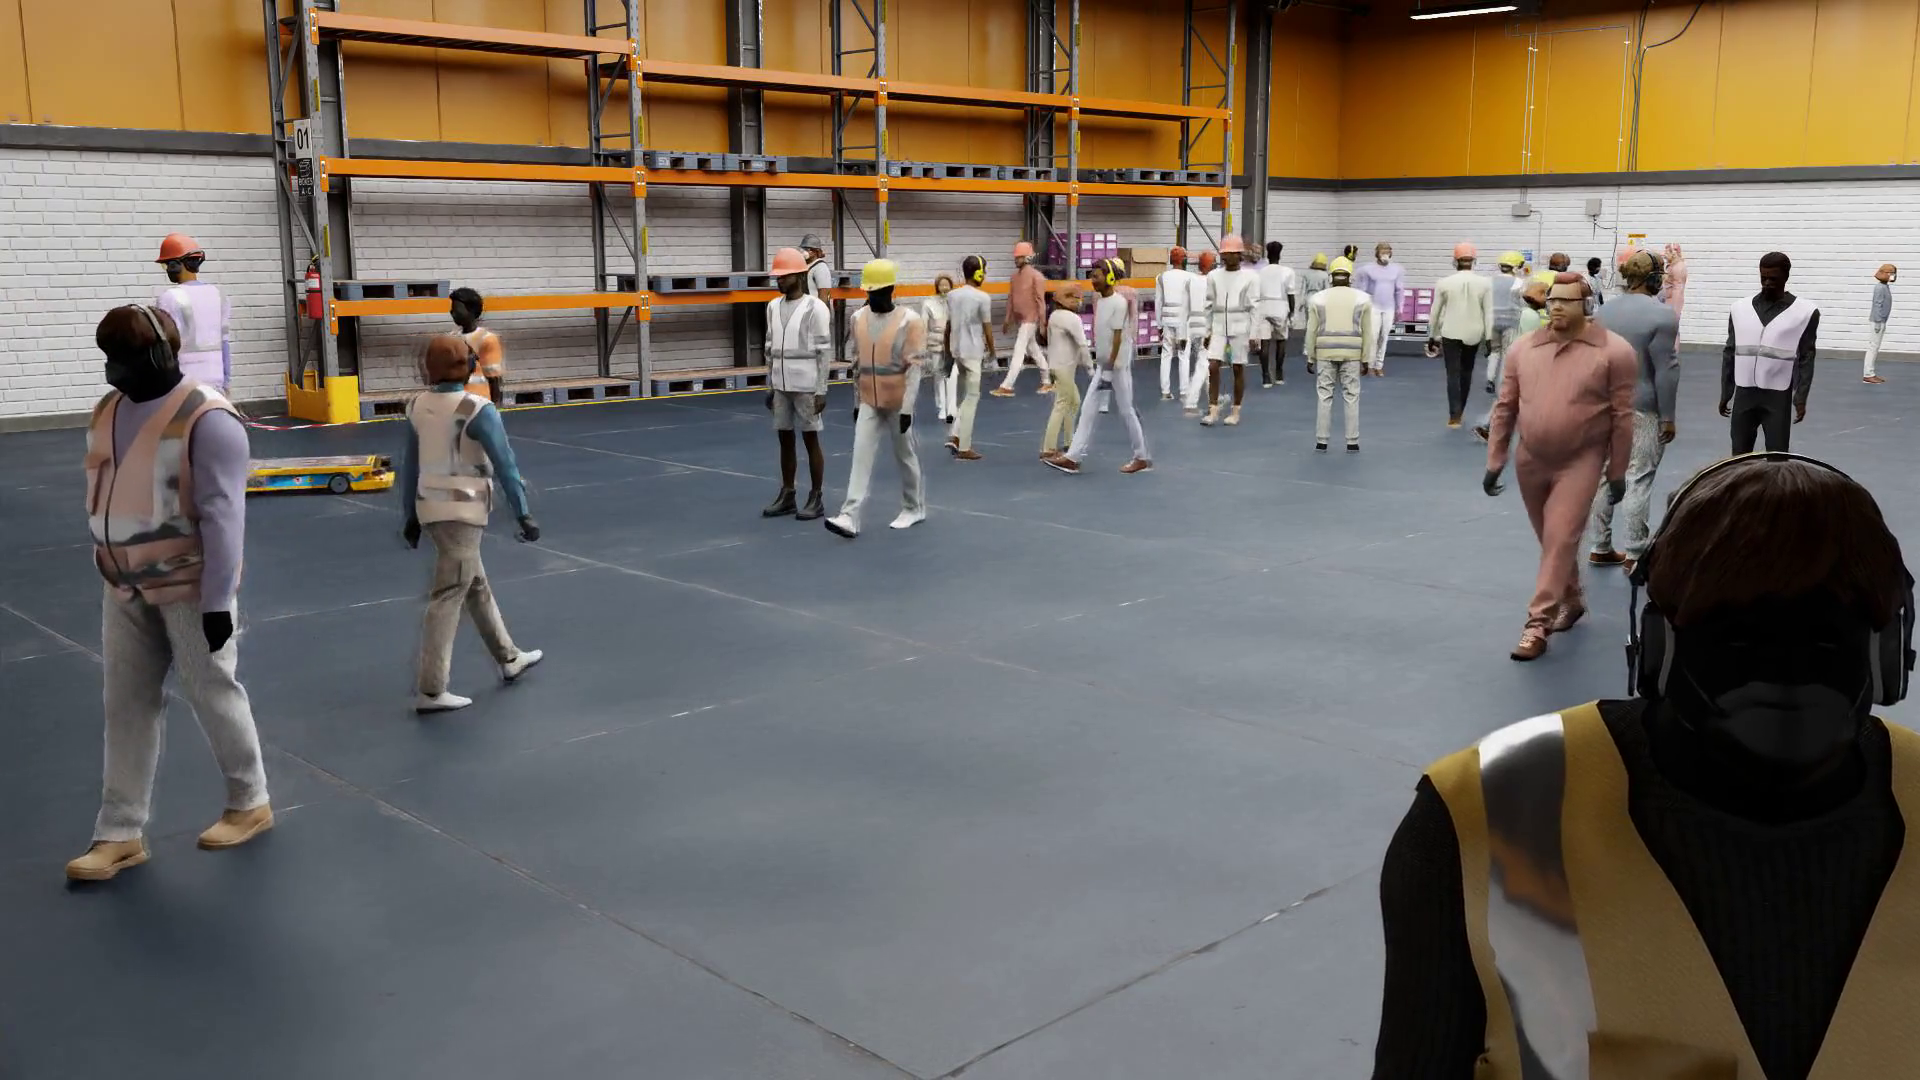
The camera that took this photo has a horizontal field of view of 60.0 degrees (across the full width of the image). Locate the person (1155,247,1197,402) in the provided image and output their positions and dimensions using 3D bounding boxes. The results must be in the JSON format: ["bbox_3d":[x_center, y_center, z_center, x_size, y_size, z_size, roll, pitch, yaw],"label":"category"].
[{"bbox_3d":[2.655,-2.625,20.299,0.574,1.879,0.355,7,12,32],"label":"person"}]

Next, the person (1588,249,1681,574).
[{"bbox_3d":[4.044,-0.766,9.997,0.371,1.941,0.627,-5,11,-25],"label":"person"}]

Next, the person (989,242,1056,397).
[{"bbox_3d":[0.822,-2.791,21.069,1.053,1.941,0.630,-6,12,-30],"label":"person"}]

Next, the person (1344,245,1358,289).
[{"bbox_3d":[6.830,-4.287,29.462,0.661,1.835,0.690,-3,11,-15],"label":"person"}]

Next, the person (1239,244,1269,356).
[{"bbox_3d":[4.906,-4.054,28.158,0.719,1.856,0.843,4,11,20],"label":"person"}]

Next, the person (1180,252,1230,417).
[{"bbox_3d":[2.820,-2.314,18.736,0.989,1.823,0.583,-10,14,-42],"label":"person"}]

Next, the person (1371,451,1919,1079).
[{"bbox_3d":[0.687,0.830,1.563,0.634,1.841,0.429,2,11,9],"label":"person"}]

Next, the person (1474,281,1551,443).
[{"bbox_3d":[5.399,-1.690,15.999,0.802,1.599,0.517,5,11,25],"label":"person"}]

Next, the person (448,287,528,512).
[{"bbox_3d":[-3.391,-0.954,11.750,0.539,1.669,0.770,8,13,37],"label":"person"}]

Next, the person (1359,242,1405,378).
[{"bbox_3d":[6.006,-3.255,23.648,0.632,1.904,0.676,0,10,-1],"label":"person"}]

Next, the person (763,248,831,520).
[{"bbox_3d":[-1.186,-1.102,11.842,0.551,1.932,0.378,7,12,33],"label":"person"}]

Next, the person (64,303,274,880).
[{"bbox_3d":[-2.581,0.160,5.340,0.651,1.824,0.629,4,11,23],"label":"person"}]

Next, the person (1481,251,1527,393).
[{"bbox_3d":[6.863,-2.709,20.927,0.609,1.817,0.436,9,14,41],"label":"person"}]

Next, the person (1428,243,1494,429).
[{"bbox_3d":[5.313,-2.175,17.696,0.641,1.934,1.057,1,10,5],"label":"person"}]

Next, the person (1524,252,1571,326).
[{"bbox_3d":[7.229,-2.588,20.283,0.634,1.811,0.646,-8,13,-36],"label":"person"}]

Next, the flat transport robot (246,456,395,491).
[{"bbox_3d":[-5.256,-0.519,13.206,1.431,0.197,0.652,-3,11,-17],"label":"flat transport robot"}]

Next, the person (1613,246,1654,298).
[{"bbox_3d":[6.664,-1.945,16.490,0.450,1.918,0.551,2,11,8],"label":"person"}]

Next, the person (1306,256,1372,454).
[{"bbox_3d":[3.516,-1.711,15.462,0.591,1.826,0.404,2,11,13],"label":"person"}]

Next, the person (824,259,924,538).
[{"bbox_3d":[-0.529,-0.944,11.178,0.603,1.859,1.028,6,12,29],"label":"person"}]

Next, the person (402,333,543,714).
[{"bbox_3d":[-2.102,-0.090,7.229,0.541,1.593,0.846,8,13,37],"label":"person"}]

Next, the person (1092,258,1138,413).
[{"bbox_3d":[1.766,-2.325,18.972,0.523,1.769,0.315,0,10,1],"label":"person"}]

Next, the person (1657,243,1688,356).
[{"bbox_3d":[10.807,-3.553,25.307,0.407,1.902,0.639,3,11,18],"label":"person"}]

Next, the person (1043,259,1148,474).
[{"bbox_3d":[1.208,-1.442,14.007,0.967,1.818,0.543,-4,11,-23],"label":"person"}]

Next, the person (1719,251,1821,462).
[{"bbox_3d":[5.494,-1.001,11.350,0.589,1.915,0.393,9,14,42],"label":"person"}]

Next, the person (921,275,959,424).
[{"bbox_3d":[-0.175,-2.064,18.002,0.538,1.587,0.876,0,10,0],"label":"person"}]

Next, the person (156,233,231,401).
[{"bbox_3d":[-5.341,-1.103,11.579,0.398,2.034,0.607,3,11,17],"label":"person"}]

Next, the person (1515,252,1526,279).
[{"bbox_3d":[9.560,-4.060,28.526,0.616,1.734,0.501,3,11,17],"label":"person"}]

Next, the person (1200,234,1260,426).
[{"bbox_3d":[2.802,-2.182,17.493,0.637,2.018,0.823,6,12,28],"label":"person"}]

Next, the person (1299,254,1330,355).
[{"bbox_3d":[6.087,-4.015,28.377,0.500,1.683,0.917,7,13,35],"label":"person"}]

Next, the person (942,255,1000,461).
[{"bbox_3d":[0.095,-1.630,14.972,0.413,1.844,0.497,-9,14,-40],"label":"person"}]

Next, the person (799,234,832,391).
[{"bbox_3d":[-1.963,-2.947,21.614,0.537,2.000,0.684,-5,12,-25],"label":"person"}]

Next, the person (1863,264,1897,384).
[{"bbox_3d":[12.647,-2.970,22.853,0.283,1.631,0.503,8,13,36],"label":"person"}]

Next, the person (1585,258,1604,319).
[{"bbox_3d":[10.530,-3.906,27.911,0.544,1.647,0.899,-10,14,-42],"label":"person"}]

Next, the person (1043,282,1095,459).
[{"bbox_3d":[1.017,-1.504,14.931,0.630,1.605,0.504,-4,11,-19],"label":"person"}]

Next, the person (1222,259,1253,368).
[{"bbox_3d":[4.206,-3.562,25.573,0.566,1.824,0.540,1,10,5],"label":"person"}]

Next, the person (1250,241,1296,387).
[{"bbox_3d":[4.210,-3.035,22.353,0.641,1.936,0.818,3,11,17],"label":"person"}]

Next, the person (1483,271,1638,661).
[{"bbox_3d":[2.956,-0.394,8.216,0.651,1.861,1.013,10,14,42],"label":"person"}]
